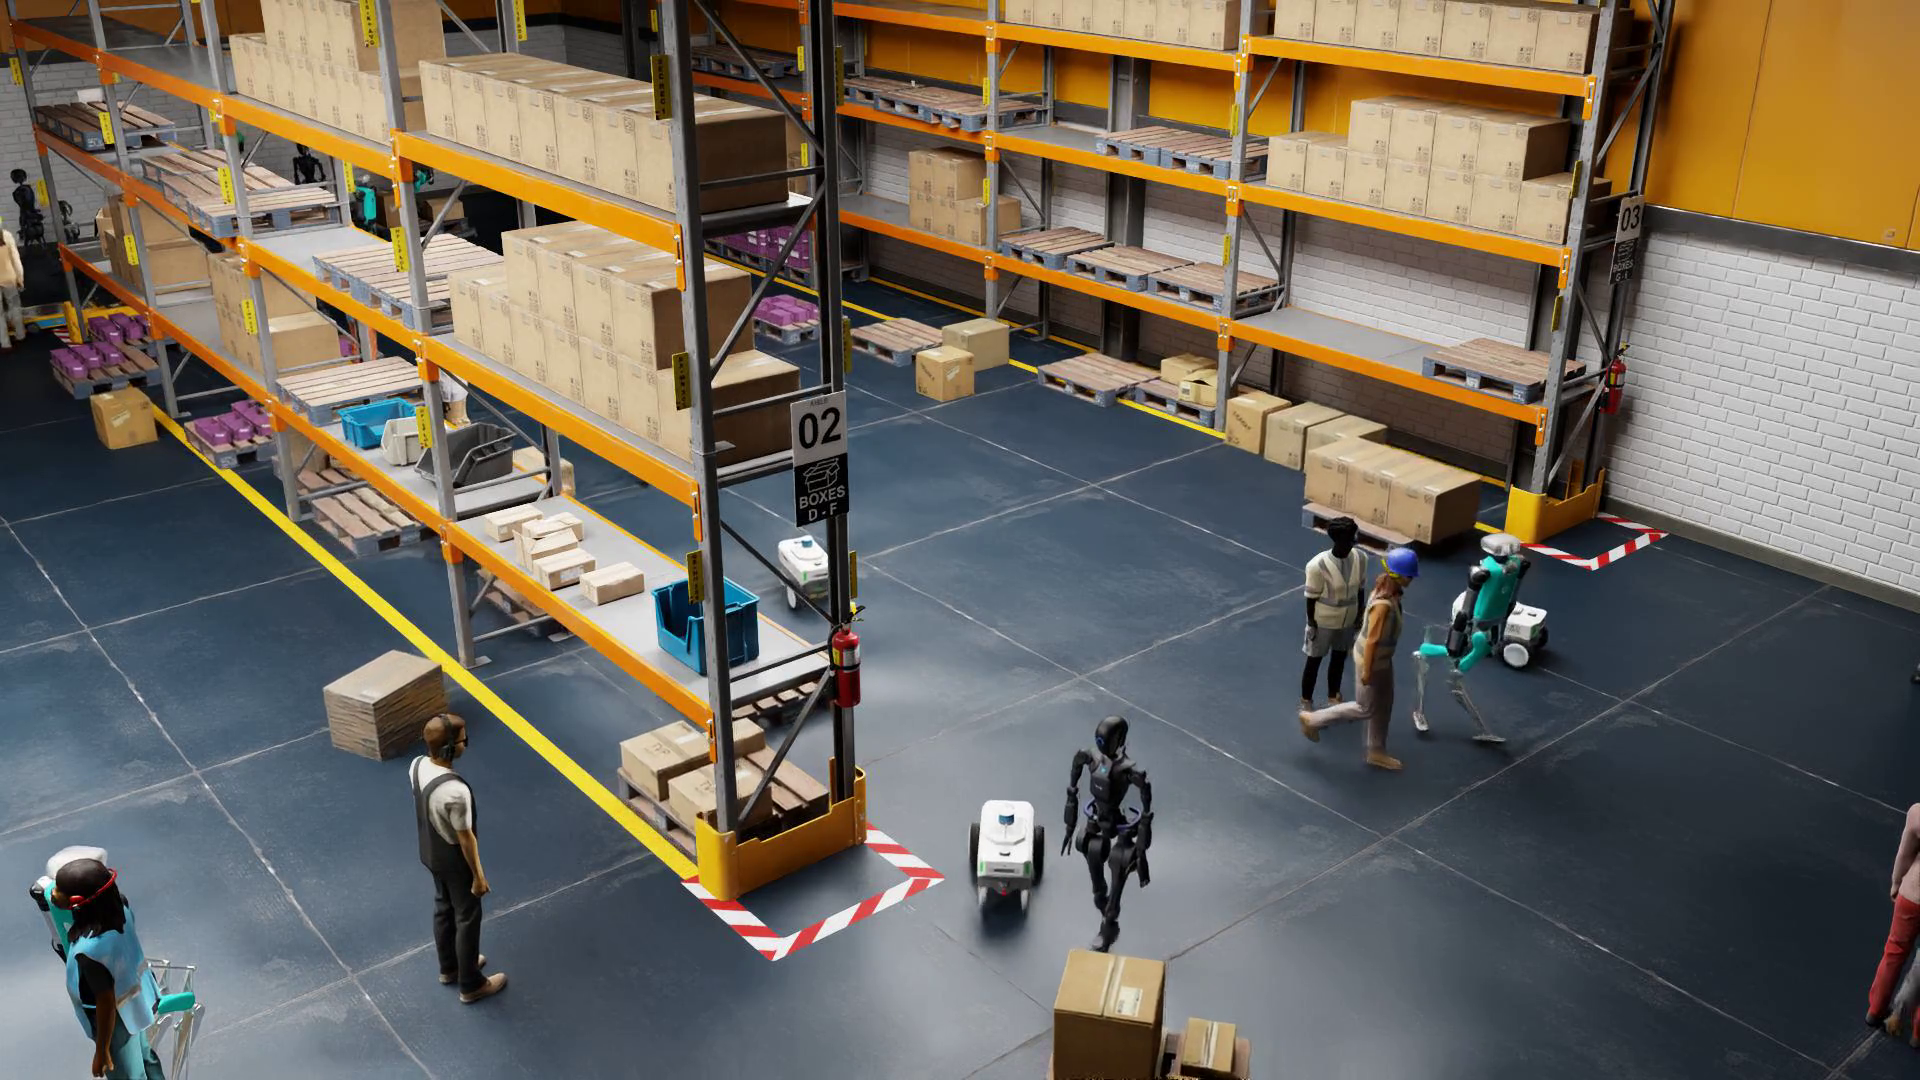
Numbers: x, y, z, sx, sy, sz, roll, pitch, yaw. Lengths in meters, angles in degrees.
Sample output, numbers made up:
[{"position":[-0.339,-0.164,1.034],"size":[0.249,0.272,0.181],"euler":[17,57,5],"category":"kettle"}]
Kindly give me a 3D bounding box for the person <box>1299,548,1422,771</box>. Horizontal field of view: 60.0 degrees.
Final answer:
[{"position":[2.861,0.827,11.855],"size":[0.686,1.740,0.499],"euler":[11,26,23],"category":"person"}]

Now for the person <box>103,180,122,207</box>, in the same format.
[{"position":[-12.167,-4.660,24.390],"size":[0.423,1.887,0.679],"euler":[17,29,34],"category":"person"}]

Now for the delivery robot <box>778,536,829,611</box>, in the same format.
[{"position":[-1.334,0.258,14.673],"size":[0.499,0.585,0.765],"euler":[-10,25,-23],"category":"delivery robot"}]

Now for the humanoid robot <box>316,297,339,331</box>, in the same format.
[{"position":[-8.642,-3.471,21.954],"size":[0.613,1.651,0.602],"euler":[8,25,18],"category":"humanoid robot"}]

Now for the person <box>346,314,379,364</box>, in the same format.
[{"position":[-7.173,-2.672,19.955],"size":[0.502,1.758,0.333],"euler":[11,26,24],"category":"person"}]

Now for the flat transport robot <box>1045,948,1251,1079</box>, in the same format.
[{"position":[1.011,3.119,8.420],"size":[1.431,0.231,0.659],"euler":[5,24,12],"category":"flat transport robot"}]

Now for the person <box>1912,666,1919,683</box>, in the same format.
[{"position":[7.814,0.265,12.950],"size":[0.547,1.924,0.387],"euler":[13,27,28],"category":"person"}]

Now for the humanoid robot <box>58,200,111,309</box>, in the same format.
[{"position":[-12.005,-3.822,22.724],"size":[0.499,1.636,0.596],"euler":[-13,27,-28],"category":"humanoid robot"}]

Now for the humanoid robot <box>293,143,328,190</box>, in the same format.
[{"position":[-10.477,-5.665,26.992],"size":[0.596,1.635,0.362],"euler":[5,24,11],"category":"humanoid robot"}]

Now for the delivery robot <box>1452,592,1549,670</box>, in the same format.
[{"position":[4.438,0.700,13.672],"size":[0.801,0.602,0.499],"euler":[14,27,30],"category":"delivery robot"}]

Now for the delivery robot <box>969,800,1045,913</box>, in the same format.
[{"position":[0.296,1.985,10.670],"size":[0.499,0.581,0.774],"euler":[1,23,3],"category":"delivery robot"}]

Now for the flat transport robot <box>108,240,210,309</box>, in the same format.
[{"position":[-11.224,-3.427,23.580],"size":[1.431,0.231,0.659],"euler":[-21,31,-40],"category":"flat transport robot"}]

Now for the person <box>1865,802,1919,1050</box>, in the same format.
[{"position":[5.390,1.991,9.157],"size":[0.333,1.756,0.515],"euler":[-19,30,-37],"category":"person"}]

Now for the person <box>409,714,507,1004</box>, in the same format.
[{"position":[-2.870,1.815,9.472],"size":[0.514,1.834,0.361],"euler":[20,30,38],"category":"person"}]

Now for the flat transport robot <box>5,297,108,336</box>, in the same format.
[{"position":[-12.397,-3.043,22.689],"size":[1.431,0.231,0.659],"euler":[-19,30,-38],"category":"flat transport robot"}]

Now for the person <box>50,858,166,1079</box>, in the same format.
[{"position":[-4.135,2.361,8.162],"size":[0.387,1.866,0.519],"euler":[-6,24,-13],"category":"person"}]

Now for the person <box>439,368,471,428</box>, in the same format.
[{"position":[-5.330,-1.553,17.384],"size":[0.342,1.744,0.555],"euler":[-1,23,-3],"category":"person"}]

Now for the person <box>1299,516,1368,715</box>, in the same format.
[{"position":[2.796,0.597,12.461],"size":[0.533,1.693,0.320],"euler":[-10,25,-22],"category":"person"}]

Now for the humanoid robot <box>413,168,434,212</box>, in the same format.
[{"position":[-9.161,-6.125,27.962],"size":[0.981,1.742,0.546],"euler":[13,27,27],"category":"humanoid robot"}]

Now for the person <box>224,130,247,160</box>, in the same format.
[{"position":[-11.340,-5.552,26.447],"size":[0.790,1.895,0.553],"euler":[-19,30,-37],"category":"person"}]

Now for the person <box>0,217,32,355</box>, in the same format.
[{"position":[-12.412,-3.342,21.439],"size":[0.641,1.842,0.799],"euler":[-13,27,-28],"category":"person"}]

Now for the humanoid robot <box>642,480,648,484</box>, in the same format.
[{"position":[-3.255,-1.392,17.127],"size":[0.602,1.631,0.723],"euler":[-17,29,-34],"category":"humanoid robot"}]

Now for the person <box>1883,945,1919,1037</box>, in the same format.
[{"position":[4.882,2.396,8.083],"size":[0.577,1.861,0.518],"euler":[3,24,6],"category":"person"}]

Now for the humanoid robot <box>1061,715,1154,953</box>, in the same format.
[{"position":[0.838,1.779,9.755],"size":[0.601,1.641,0.629],"euler":[15,28,31],"category":"humanoid robot"}]

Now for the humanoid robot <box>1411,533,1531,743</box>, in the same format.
[{"position":[3.668,0.672,12.265],"size":[0.557,1.754,0.868],"euler":[-13,26,-27],"category":"humanoid robot"}]

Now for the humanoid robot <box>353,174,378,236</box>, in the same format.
[{"position":[-8.759,-4.347,23.969],"size":[0.836,1.832,0.539],"euler":[1,23,3],"category":"humanoid robot"}]

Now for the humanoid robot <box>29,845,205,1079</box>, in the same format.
[{"position":[-4.212,2.194,8.547],"size":[0.533,1.674,0.735],"euler":[8,25,18],"category":"humanoid robot"}]

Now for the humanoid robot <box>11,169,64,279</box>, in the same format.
[{"position":[-13.945,-4.728,24.847],"size":[0.736,1.627,0.599],"euler":[-4,24,-9],"category":"humanoid robot"}]
